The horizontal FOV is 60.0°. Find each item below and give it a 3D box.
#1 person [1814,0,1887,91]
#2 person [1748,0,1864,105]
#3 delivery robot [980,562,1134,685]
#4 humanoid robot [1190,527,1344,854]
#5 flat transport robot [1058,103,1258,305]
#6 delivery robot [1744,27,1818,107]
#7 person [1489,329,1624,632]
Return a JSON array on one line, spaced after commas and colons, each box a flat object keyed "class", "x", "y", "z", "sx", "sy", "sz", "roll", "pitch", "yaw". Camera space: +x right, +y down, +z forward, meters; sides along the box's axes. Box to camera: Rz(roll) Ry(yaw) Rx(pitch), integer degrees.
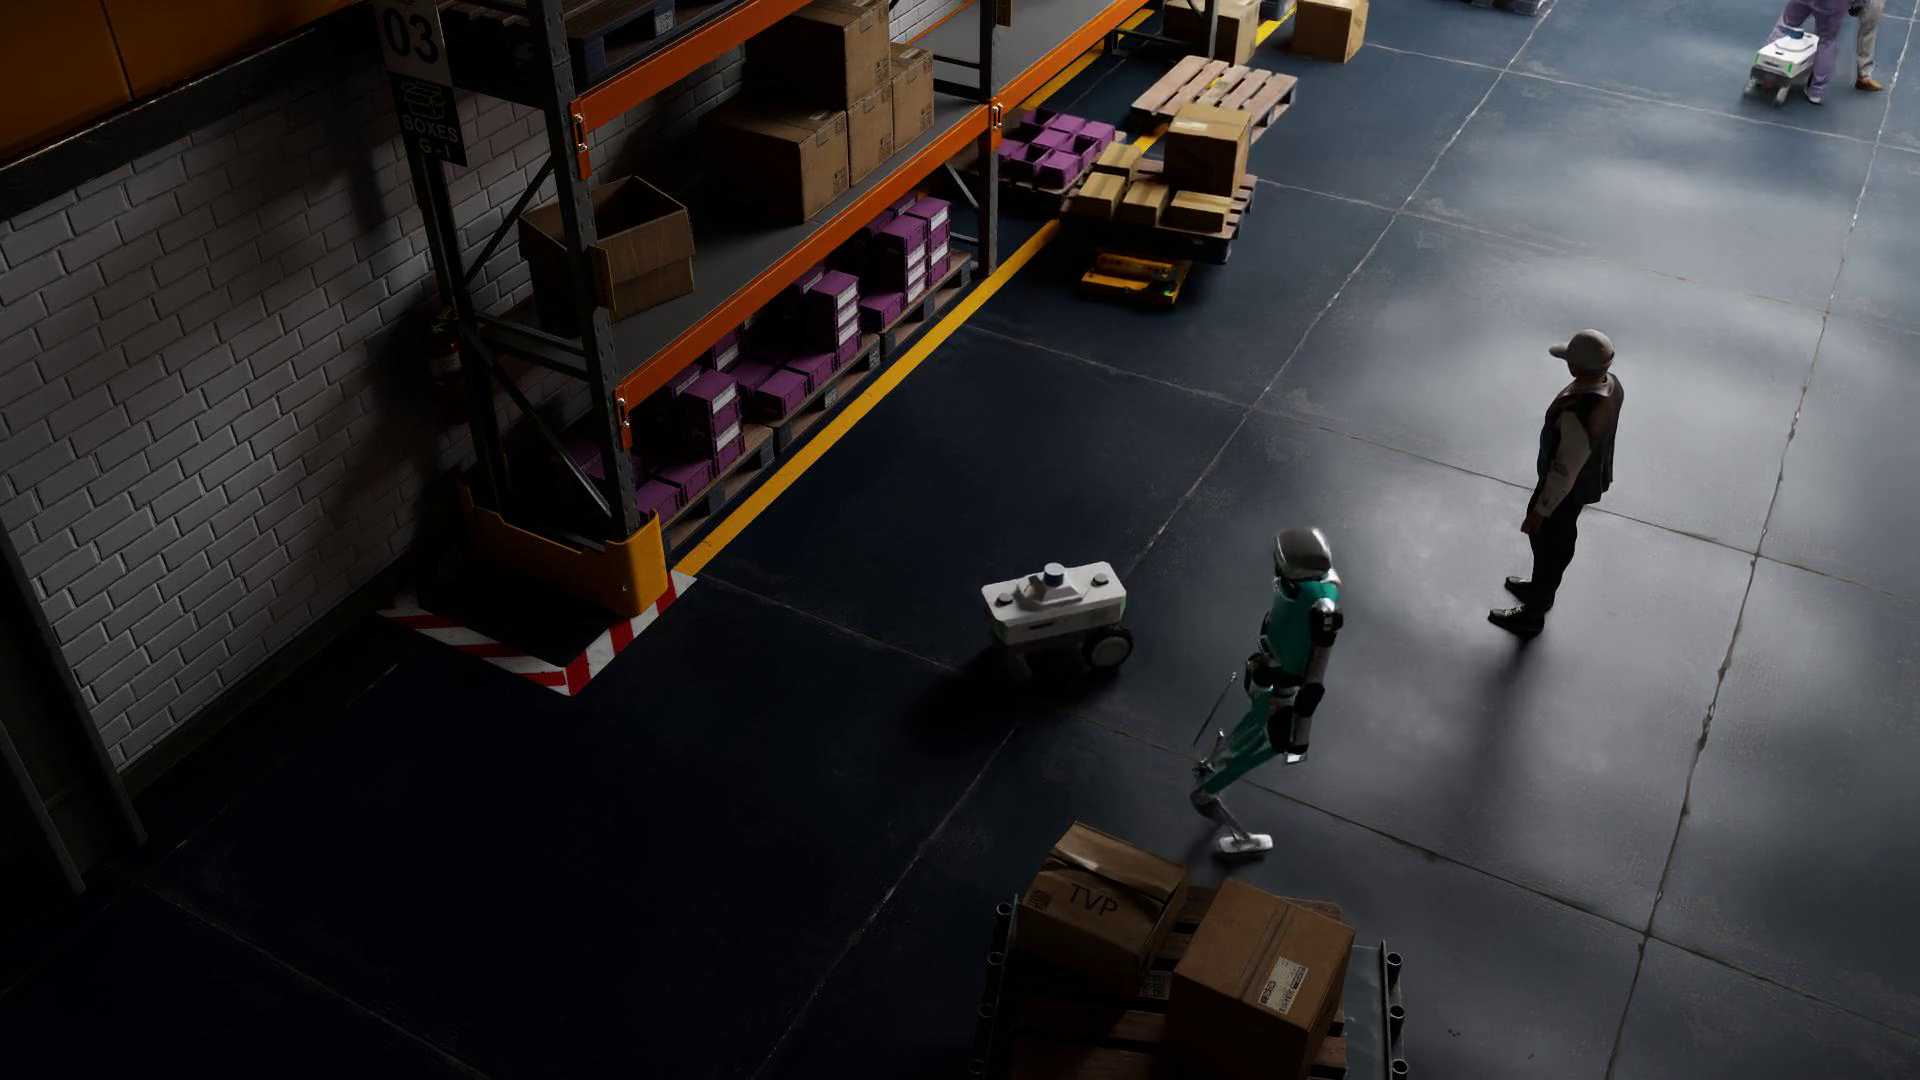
[{"class": "person", "x": 7.556, "y": -4.644, "z": 13.749, "sx": 0.588, "sy": 1.860, "sz": 0.846, "roll": -10, "pitch": 40, "yaw": -12}, {"class": "person", "x": 7.086, "y": -4.504, "z": 13.576, "sx": 0.461, "sy": 1.860, "sz": 0.673, "roll": -21, "pitch": 43, "yaw": -24}, {"class": "delivery robot", "x": 0.487, "y": 0.373, "z": 8.511, "sx": 0.736, "sy": 0.578, "sz": 0.516, "roll": -11, "pitch": 40, "yaw": -13}, {"class": "humanoid robot", "x": 1.203, "y": 0.765, "z": 7.145, "sx": 0.676, "sy": 1.868, "sz": 0.548, "roll": -6, "pitch": 39, "yaw": -8}, {"class": "flat transport robot", "x": 1.383, "y": -2.144, "z": 11.900, "sx": 0.659, "sy": 0.231, "sz": 1.431, "roll": 13, "pitch": 40, "yaw": 15}, {"class": "delivery robot", "x": 7.000, "y": -4.031, "z": 14.044, "sx": 0.798, "sy": 0.614, "sz": 0.499, "roll": -31, "pitch": 48, "yaw": -33}, {"class": "person", "x": 3.034, "y": -0.289, "z": 8.392, "sx": 0.448, "sy": 1.753, "sz": 0.763, "roll": 22, "pitch": 44, "yaw": 25}]
